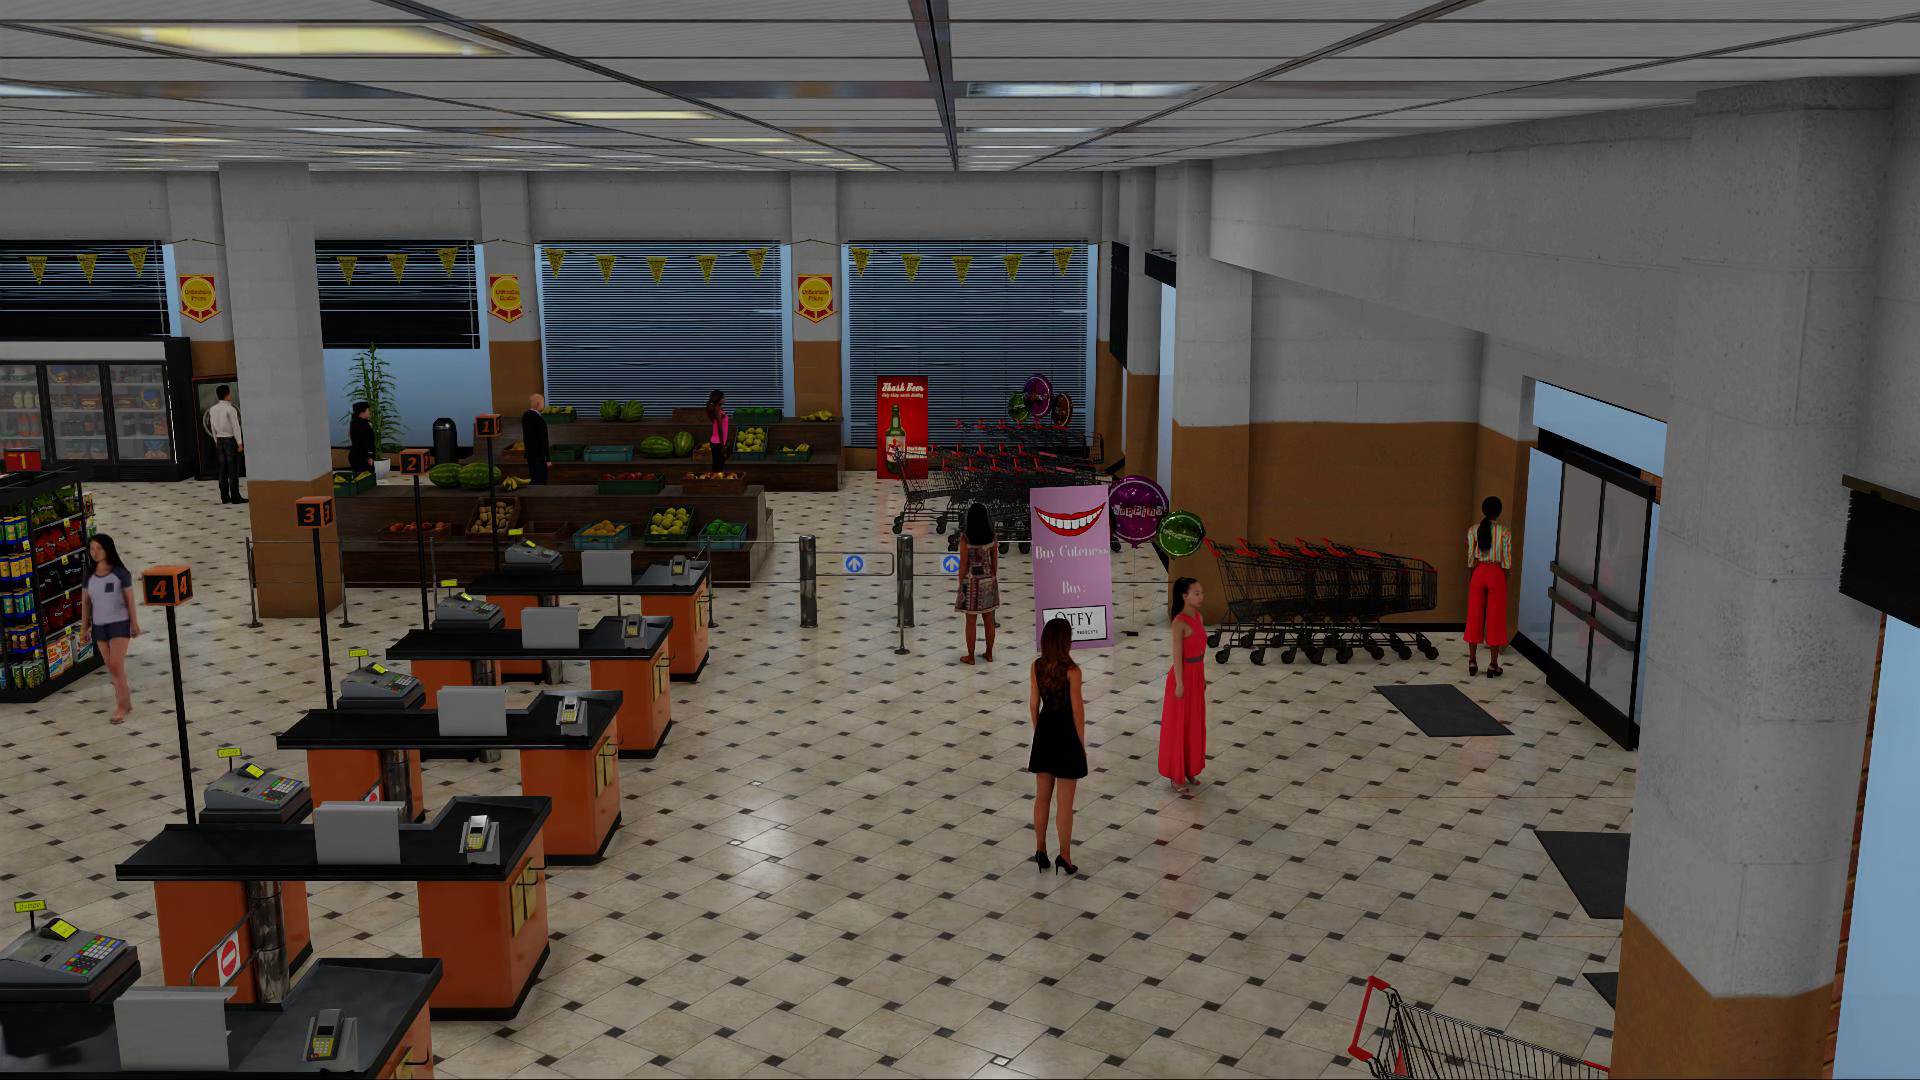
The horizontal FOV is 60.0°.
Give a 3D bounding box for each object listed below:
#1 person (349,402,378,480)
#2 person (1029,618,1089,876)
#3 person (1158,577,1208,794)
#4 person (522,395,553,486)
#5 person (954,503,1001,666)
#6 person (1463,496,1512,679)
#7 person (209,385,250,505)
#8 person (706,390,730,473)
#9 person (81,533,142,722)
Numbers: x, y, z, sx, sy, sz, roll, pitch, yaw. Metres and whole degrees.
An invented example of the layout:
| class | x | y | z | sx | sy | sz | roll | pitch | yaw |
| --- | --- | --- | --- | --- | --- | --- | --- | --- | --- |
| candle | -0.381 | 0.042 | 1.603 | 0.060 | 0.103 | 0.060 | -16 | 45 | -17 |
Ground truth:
| class | x | y | z | sx | sy | sz | roll | pitch | yaw |
| --- | --- | --- | --- | --- | --- | --- | --- | --- | --- |
| person | -8.755 | -1.190 | 24.366 | 0.849 | 1.672 | 0.839 | -9 | 15 | -36 |
| person | 0.667 | 1.431 | 11.522 | 0.627 | 1.835 | 0.722 | 8 | 14 | 32 |
| person | 1.796 | 1.134 | 13.195 | 0.748 | 1.727 | 0.713 | 8 | 15 | 35 |
| person | -6.156 | -1.223 | 24.220 | 0.751 | 1.797 | 0.820 | 11 | 16 | 42 |
| person | 0.183 | 0.430 | 16.740 | 0.643 | 1.645 | 0.784 | -6 | 13 | -27 |
| person | 5.167 | 0.452 | 16.277 | 0.638 | 1.793 | 0.742 | 7 | 14 | 31 |
| person | -11.141 | -1.455 | 25.287 | 0.636 | 1.811 | 0.791 | 5 | 13 | 21 |
| person | -3.703 | -1.442 | 25.438 | 0.633 | 1.723 | 0.629 | -4 | 12 | -17 |
| person | -7.633 | 0.758 | 15.063 | 0.633 | 1.693 | 0.701 | 1 | 12 | 5 |
